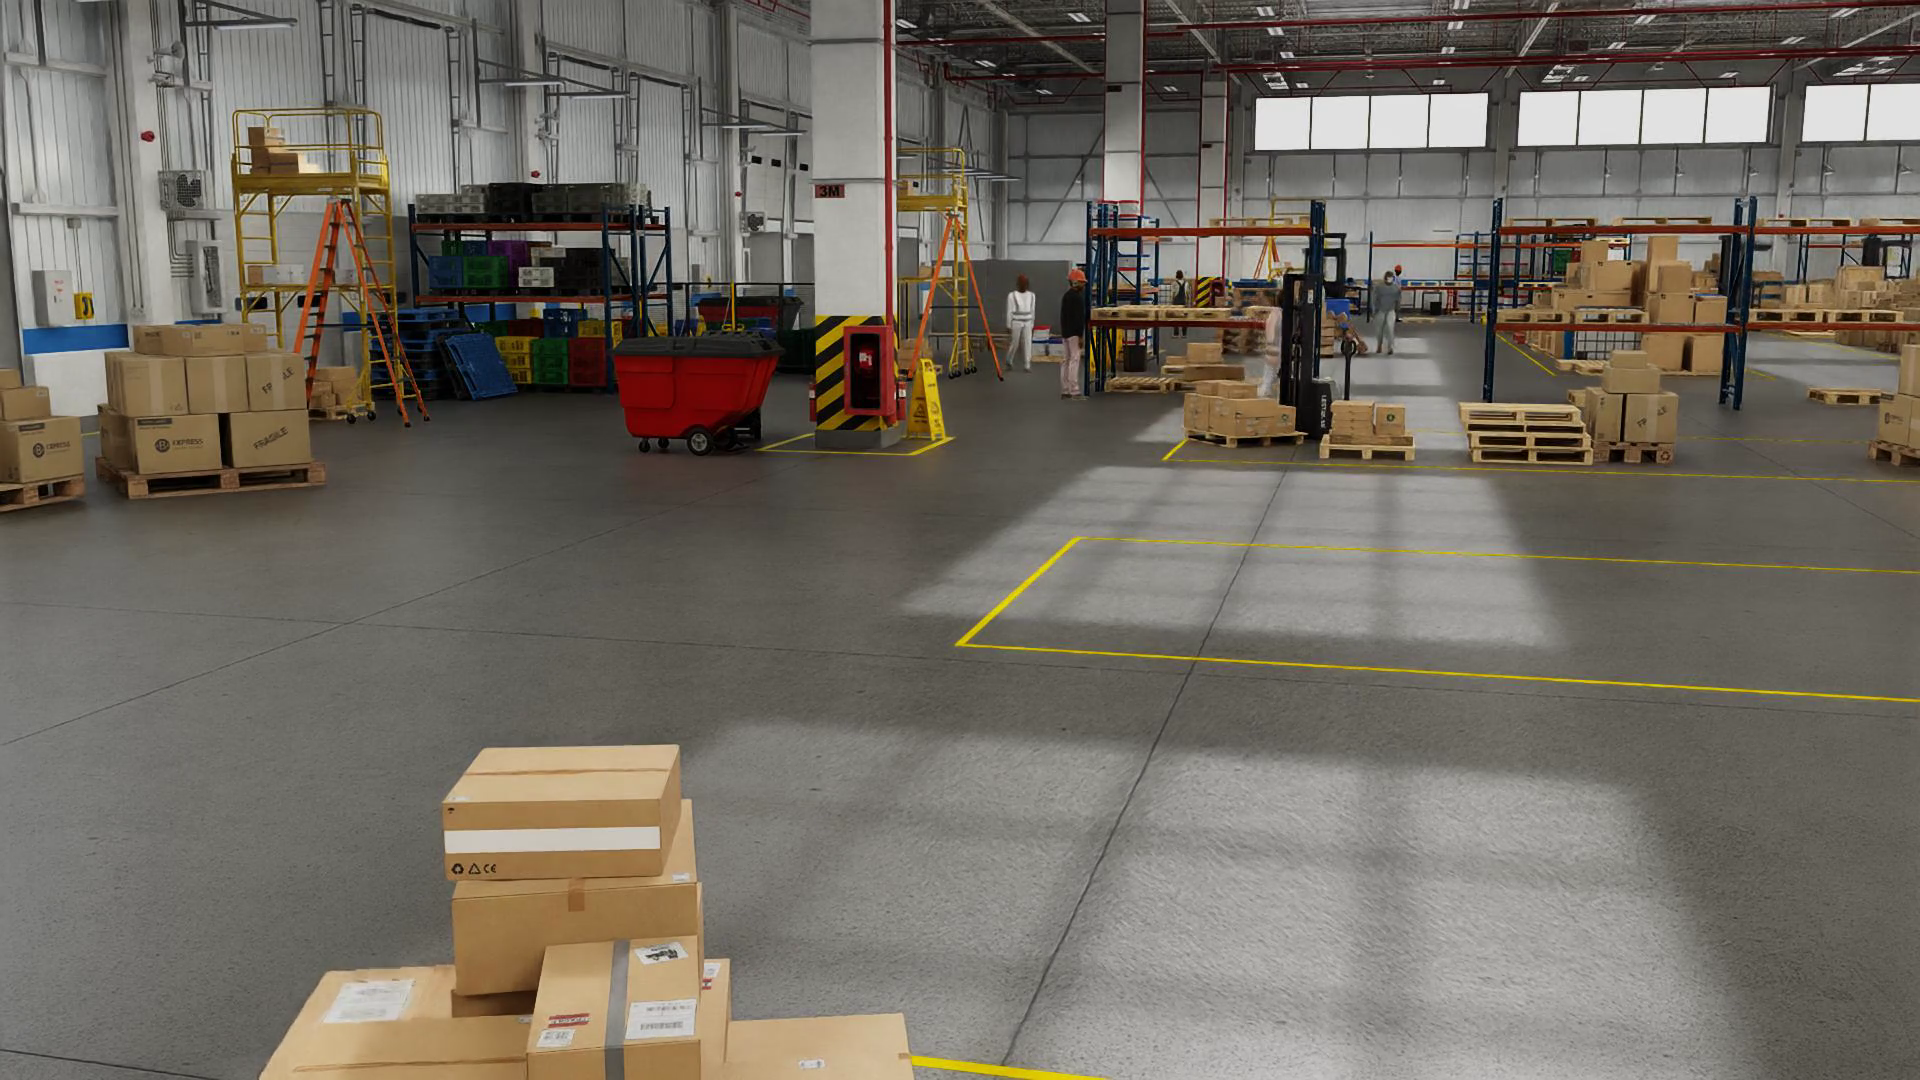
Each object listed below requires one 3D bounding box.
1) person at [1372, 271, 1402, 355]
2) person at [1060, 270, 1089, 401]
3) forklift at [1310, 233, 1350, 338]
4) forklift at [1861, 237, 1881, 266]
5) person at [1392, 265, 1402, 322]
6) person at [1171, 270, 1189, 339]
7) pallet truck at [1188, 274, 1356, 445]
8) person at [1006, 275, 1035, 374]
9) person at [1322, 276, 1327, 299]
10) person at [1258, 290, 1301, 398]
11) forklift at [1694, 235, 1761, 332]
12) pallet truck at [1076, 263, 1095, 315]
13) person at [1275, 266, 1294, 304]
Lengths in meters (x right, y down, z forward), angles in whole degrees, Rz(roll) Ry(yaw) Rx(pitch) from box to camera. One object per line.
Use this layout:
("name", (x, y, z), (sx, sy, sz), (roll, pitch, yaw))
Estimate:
("person", (9.630, -5.138, 37.589), (0.643, 1.897, 1.018), (2, 10, 9))
("person", (1.743, -3.123, 25.412), (0.392, 1.990, 0.611), (-4, 10, -20))
("forklift", (9.769, -6.782, 44.336), (1.129, 2.768, 1.873), (1, 10, 5))
("forklift", (29.921, -8.564, 54.826), (1.873, 2.768, 1.129), (2, 10, 14))
("person", (14.836, -8.364, 56.467), (0.375, 1.932, 0.544), (7, 12, 35))
("person", (5.917, -6.344, 44.808), (0.507, 1.842, 0.339), (-3, 10, -16))
("pallet truck", (3.653, -2.138, 19.590), (1.885, 1.965, 0.823), (-4, 10, -20))
("person", (1.121, -4.080, 31.464), (0.587, 1.860, 0.824), (-4, 10, -21))
("person", (9.502, -6.137, 43.885), (0.295, 1.744, 0.484), (6, 11, 32))
("person", (3.980, -2.234, 20.778), (0.970, 1.799, 0.629), (-2, 10, -13))
("forklift", (22.425, -7.519, 48.677), (1.873, 2.768, 1.129), (2, 10, 14))
("pallet truck", (4.325, -8.180, 55.162), (0.823, 1.965, 1.885), (6, 11, 31))
("person", (9.636, -7.102, 49.044), (0.664, 1.919, 0.472), (1, 10, 4))
